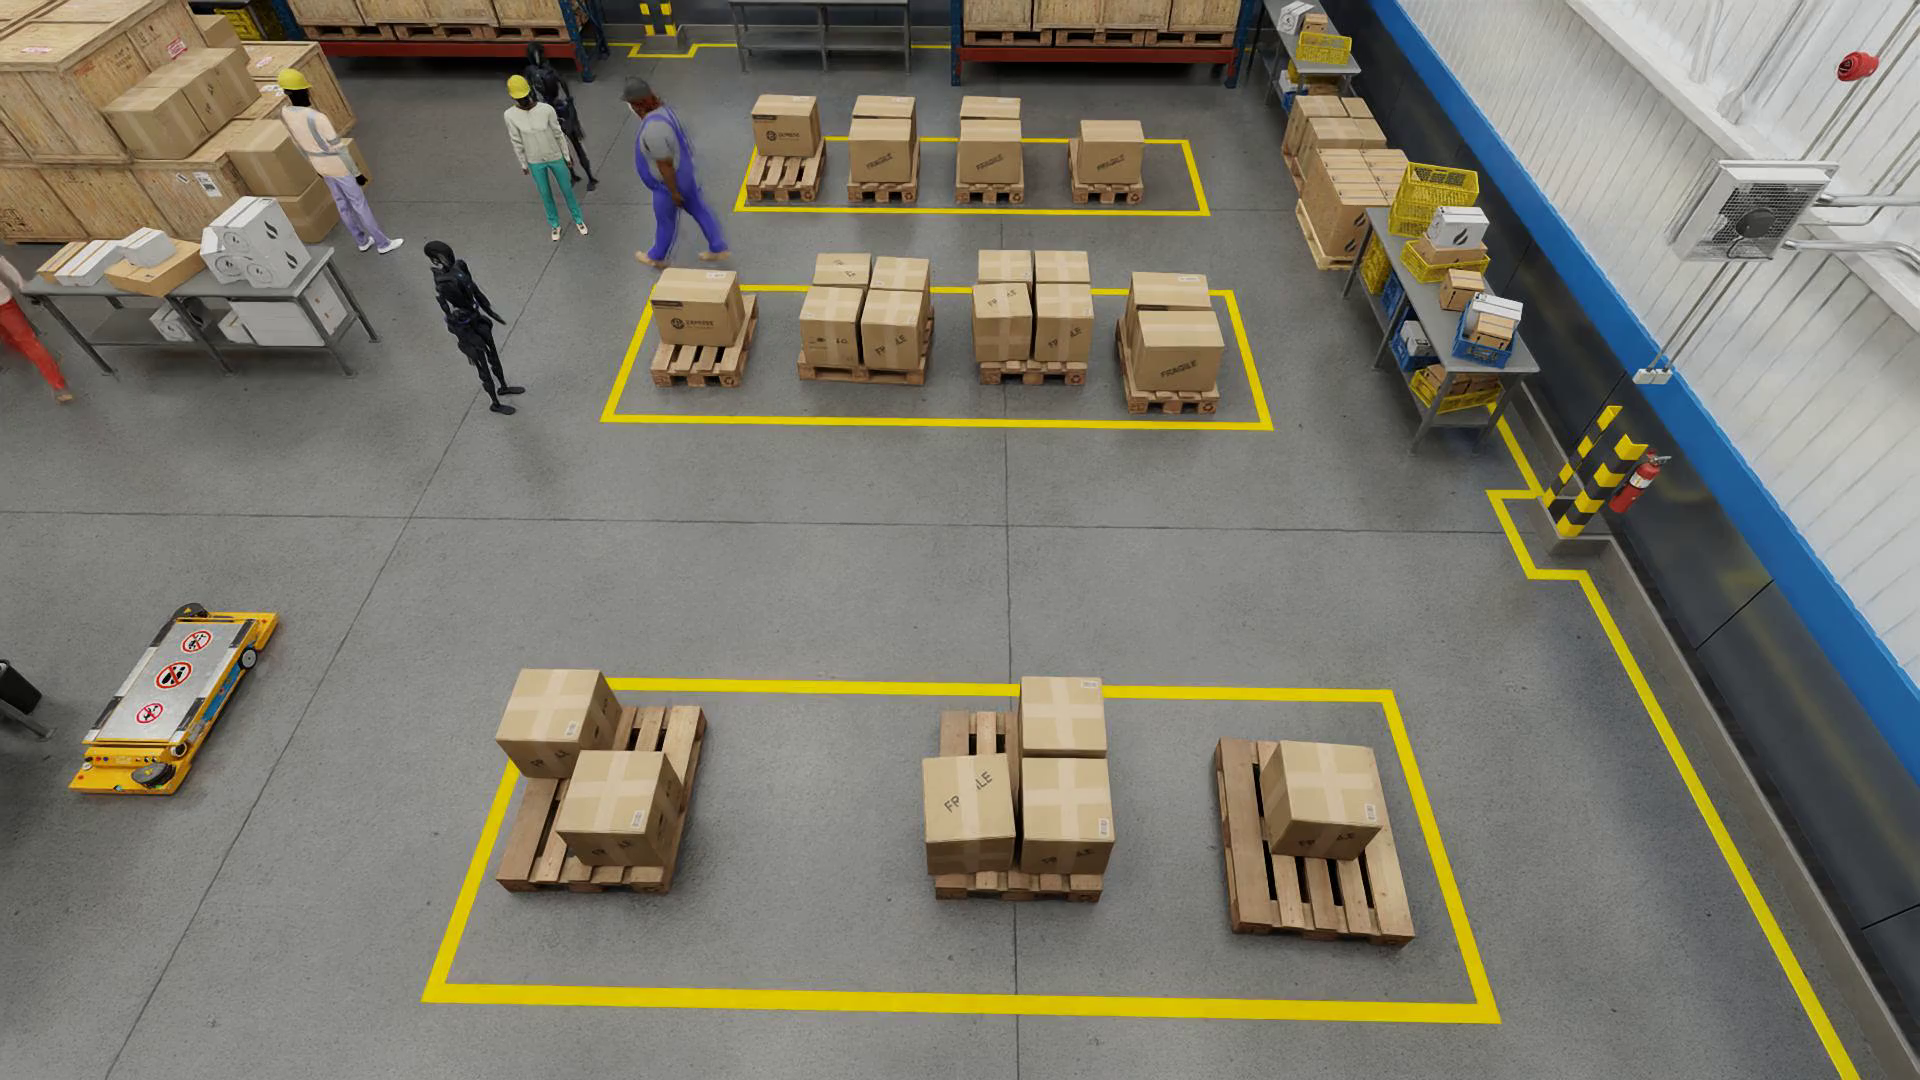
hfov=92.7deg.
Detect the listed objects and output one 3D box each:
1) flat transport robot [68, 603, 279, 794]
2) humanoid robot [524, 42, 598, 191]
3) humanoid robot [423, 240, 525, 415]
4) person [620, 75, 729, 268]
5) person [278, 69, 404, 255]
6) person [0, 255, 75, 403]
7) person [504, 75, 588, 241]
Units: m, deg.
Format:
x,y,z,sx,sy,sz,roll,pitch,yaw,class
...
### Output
x,y,z,sx,sy,sz,roll,pitch,yaw,class
-5.504,1.072,6.442,0.652,0.197,1.431,1,50,1,flat transport robot
-4.606,-4.849,10.544,0.594,1.654,0.325,15,51,13,humanoid robot
-4.231,-1.857,8.005,0.326,1.660,0.587,1,50,1,humanoid robot
-3.033,-3.742,9.374,1.017,2.000,0.691,0,50,0,person
-6.544,-3.912,9.597,0.584,1.918,0.373,12,51,10,person
-8.603,-2.112,8.073,0.676,1.930,0.984,-26,55,-21,person
-4.449,-4.078,9.836,0.532,1.767,0.320,-16,52,-13,person
